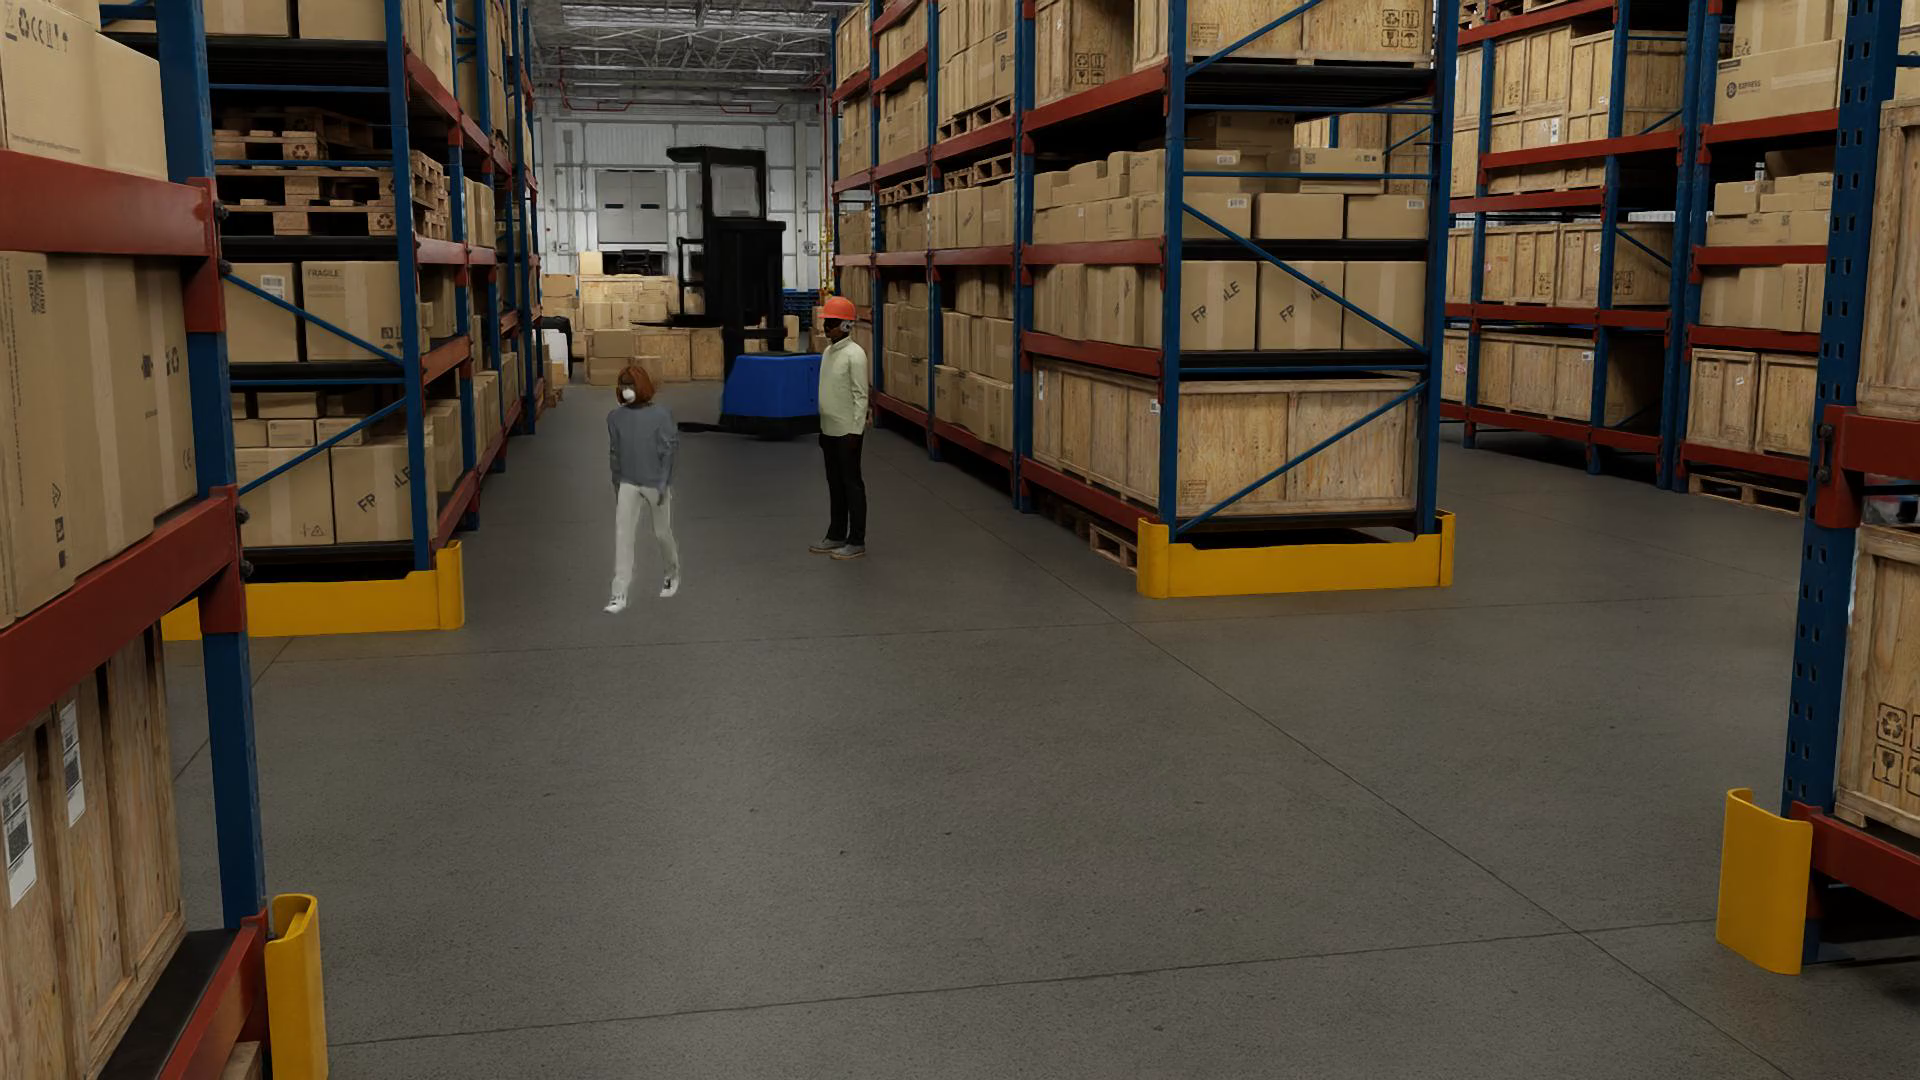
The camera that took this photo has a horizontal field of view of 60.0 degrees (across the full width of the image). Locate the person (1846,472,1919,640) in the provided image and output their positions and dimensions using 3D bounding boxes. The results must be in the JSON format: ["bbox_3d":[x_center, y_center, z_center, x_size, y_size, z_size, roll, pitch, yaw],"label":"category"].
[{"bbox_3d":[5.547,-0.291,9.796,0.634,1.825,0.654,-1,9,-6],"label":"person"}]

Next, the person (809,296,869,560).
[{"bbox_3d":[-0.914,-0.854,12.711,0.374,1.997,0.613,-6,11,-32],"label":"person"}]

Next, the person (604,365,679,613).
[{"bbox_3d":[-2.082,-0.358,10.940,0.501,1.591,0.839,2,10,12],"label":"person"}]

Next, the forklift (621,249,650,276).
[{"bbox_3d":[-10.974,-8.474,56.474,1.129,2.768,1.873,-1,9,-8],"label":"forklift"}]

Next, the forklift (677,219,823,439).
[{"bbox_3d":[-2.684,-2.786,21.804,1.873,2.768,1.129,7,12,36],"label":"forklift"}]
